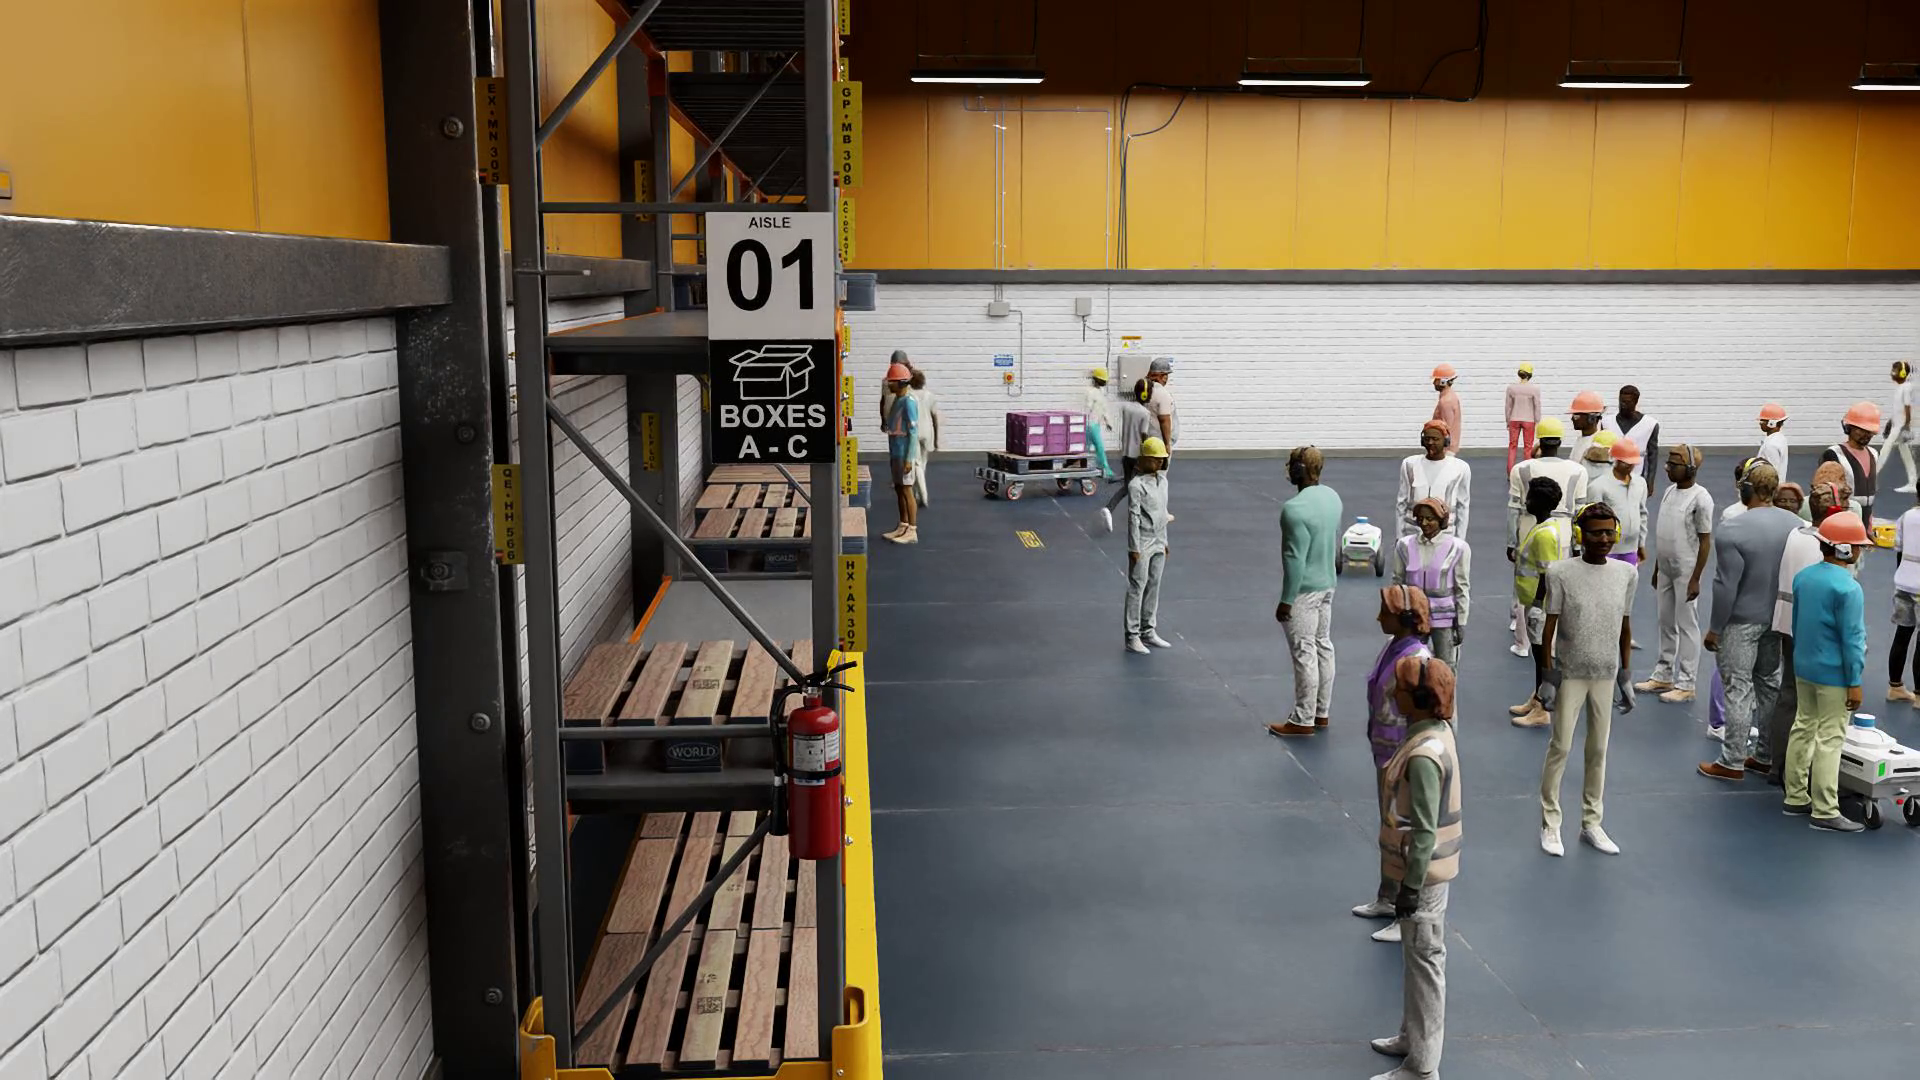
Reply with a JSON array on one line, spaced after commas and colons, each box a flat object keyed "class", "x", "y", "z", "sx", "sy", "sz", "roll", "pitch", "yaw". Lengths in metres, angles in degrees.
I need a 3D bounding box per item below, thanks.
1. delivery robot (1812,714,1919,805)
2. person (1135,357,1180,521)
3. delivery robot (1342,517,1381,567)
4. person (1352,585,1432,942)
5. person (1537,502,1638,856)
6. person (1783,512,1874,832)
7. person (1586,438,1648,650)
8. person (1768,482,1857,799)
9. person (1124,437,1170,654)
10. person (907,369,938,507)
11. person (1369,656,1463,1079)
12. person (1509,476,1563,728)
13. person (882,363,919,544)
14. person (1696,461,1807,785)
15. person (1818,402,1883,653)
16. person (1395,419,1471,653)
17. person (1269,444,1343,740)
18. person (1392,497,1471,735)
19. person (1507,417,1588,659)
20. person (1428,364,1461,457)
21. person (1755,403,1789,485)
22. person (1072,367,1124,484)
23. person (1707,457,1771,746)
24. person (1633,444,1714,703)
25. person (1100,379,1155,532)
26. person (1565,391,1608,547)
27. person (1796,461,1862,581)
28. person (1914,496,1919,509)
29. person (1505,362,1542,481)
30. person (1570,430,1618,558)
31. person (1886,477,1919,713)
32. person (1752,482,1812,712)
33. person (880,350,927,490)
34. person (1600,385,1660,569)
[{"class": "delivery robot", "x": 5.084, "y": 1.226, "z": 9.378, "sx": 0.477, "sy": 0.478, "sz": 0.707, "roll": -2, "pitch": 9, "yaw": -11}, {"class": "person", "x": 2.460, "y": -1.260, "z": 20.627, "sx": 0.536, "sy": 2.000, "sz": 0.684, "roll": -4, "pitch": 10, "yaw": -24}, {"class": "delivery robot", "x": 4.109, "y": 0.009, "z": 17.014, "sx": 0.477, "sy": 0.478, "sz": 0.707, "roll": 3, "pitch": 9, "yaw": 18}, {"class": "person", "x": 2.013, "y": 1.012, "z": 7.619, "sx": 0.306, "sy": 1.639, "sz": 0.524, "roll": 0, "pitch": 9, "yaw": -2}, {"class": "person", "x": 3.284, "y": 0.724, "z": 8.707, "sx": 0.510, "sy": 1.872, "sz": 0.328, "roll": -1, "pitch": 9, "yaw": -4}, {"class": "person", "x": 4.786, "y": 0.712, "z": 9.141, "sx": 0.328, "sy": 1.752, "sz": 0.563, "roll": -1, "pitch": 9, "yaw": -4}, {"class": "person", "x": 5.316, "y": 0.038, "z": 13.433, "sx": 0.577, "sy": 1.737, "sz": 0.355, "roll": -3, "pitch": 10, "yaw": -20}, {"class": "person", "x": 4.964, "y": 0.578, "z": 9.695, "sx": 0.376, "sy": 1.844, "sz": 0.573, "roll": -2, "pitch": 9, "yaw": -11}, {"class": "person", "x": 1.538, "y": 0.037, "z": 13.412, "sx": 0.311, "sy": 1.743, "sz": 0.493, "roll": 8, "pitch": 12, "yaw": 40}, {"class": "person", "x": -0.550, "y": -1.352, "z": 21.985, "sx": 0.513, "sy": 1.804, "sz": 0.966, "roll": -3, "pitch": 10, "yaw": -19}, {"class": "person", "x": 1.714, "y": 1.235, "z": 6.219, "sx": 0.308, "sy": 1.641, "sz": 0.517, "roll": 3, "pitch": 9, "yaw": 16}, {"class": "person", "x": 3.895, "y": 0.414, "z": 11.192, "sx": 0.319, "sy": 1.697, "sz": 0.532, "roll": 3, "pitch": 9, "yaw": 18}, {"class": "person", "x": -0.680, "y": -0.972, "z": 18.809, "sx": 0.378, "sy": 2.041, "sz": 0.616, "roll": -3, "pitch": 10, "yaw": -20}, {"class": "person", "x": 4.719, "y": 0.494, "z": 9.934, "sx": 0.631, "sy": 1.940, "sz": 0.372, "roll": -3, "pitch": 10, "yaw": -21}, {"class": "person", "x": 7.102, "y": -0.084, "z": 13.267, "sx": 0.605, "sy": 2.035, "sz": 0.392, "roll": -5, "pitch": 10, "yaw": -27}, {"class": "person", "x": 3.788, "y": -0.028, "z": 13.391, "sx": 0.573, "sy": 1.883, "sz": 0.356, "roll": 5, "pitch": 10, "yaw": 27}, {"class": "person", "x": 2.268, "y": 0.338, "z": 10.911, "sx": 0.373, "sy": 1.941, "sz": 0.627, "roll": 7, "pitch": 11, "yaw": 38}, {"class": "person", "x": 3.010, "y": 0.532, "z": 10.664, "sx": 0.510, "sy": 1.631, "sz": 0.310, "roll": 6, "pitch": 11, "yaw": 34}, {"class": "person", "x": 4.628, "y": -0.012, "z": 13.177, "sx": 0.587, "sy": 1.920, "sz": 0.397, "roll": 2, "pitch": 9, "yaw": 11}, {"class": "person", "x": 5.704, "y": -1.083, "z": 19.657, "sx": 0.397, "sy": 1.992, "sz": 0.621, "roll": 3, "pitch": 10, "yaw": 21}, {"class": "person", "x": 8.127, "y": -0.499, "z": 16.746, "sx": 0.326, "sy": 1.752, "sz": 0.563, "roll": 5, "pitch": 10, "yaw": 29}, {"class": "person", "x": 2.018, "y": -1.667, "z": 24.202, "sx": 0.885, "sy": 1.707, "sz": 0.576, "roll": 3, "pitch": 10, "yaw": 21}, {"class": "person", "x": 5.102, "y": 0.389, "z": 10.809, "sx": 0.328, "sy": 1.872, "sz": 0.514, "roll": 9, "pitch": 13, "yaw": 44}, {"class": "person", "x": 5.112, "y": 0.236, "z": 11.849, "sx": 0.346, "sy": 1.846, "sz": 0.505, "roll": -2, "pitch": 9, "yaw": -12}, {"class": "person", "x": 1.979, "y": -0.967, "z": 19.416, "sx": 0.701, "sy": 1.840, "sz": 0.550, "roll": -7, "pitch": 11, "yaw": -36}, {"class": "person", "x": 5.356, "y": -0.257, "z": 14.319, "sx": 0.373, "sy": 2.043, "sz": 0.615, "roll": 0, "pitch": 9, "yaw": 1}, {"class": "person", "x": 6.564, "y": 0.213, "z": 12.655, "sx": 0.500, "sy": 1.633, "sz": 0.279, "roll": 7, "pitch": 11, "yaw": 36}, {"class": "person", "x": 12.359, "y": -1.099, "z": 20.837, "sx": 0.644, "sy": 1.655, "sz": 0.540, "roll": 5, "pitch": 10, "yaw": 30}, {"class": "person", "x": 8.262, "y": -1.725, "z": 24.407, "sx": 0.526, "sy": 1.768, "sz": 0.314, "roll": 7, "pitch": 11, "yaw": 37}, {"class": "person", "x": 5.419, "y": -0.071, "z": 14.139, "sx": 0.324, "sy": 1.731, "sz": 0.490, "roll": -9, "pitch": 13, "yaw": -44}, {"class": "person", "x": 6.723, "y": 0.348, "z": 11.604, "sx": 0.322, "sy": 1.697, "sz": 0.534, "roll": -1, "pitch": 9, "yaw": -5}, {"class": "person", "x": 5.587, "y": 0.416, "z": 11.345, "sx": 0.514, "sy": 1.644, "sz": 0.315, "roll": 8, "pitch": 12, "yaw": 40}, {"class": "person", "x": -0.794, "y": -1.779, "z": 23.885, "sx": 0.691, "sy": 2.000, "sz": 0.991, "roll": 5, "pitch": 10, "yaw": 30}, {"class": "person", "x": 6.867, "y": -0.644, "z": 17.149, "sx": 0.592, "sy": 1.916, "sz": 0.375, "roll": 7, "pitch": 12, "yaw": 39}]
